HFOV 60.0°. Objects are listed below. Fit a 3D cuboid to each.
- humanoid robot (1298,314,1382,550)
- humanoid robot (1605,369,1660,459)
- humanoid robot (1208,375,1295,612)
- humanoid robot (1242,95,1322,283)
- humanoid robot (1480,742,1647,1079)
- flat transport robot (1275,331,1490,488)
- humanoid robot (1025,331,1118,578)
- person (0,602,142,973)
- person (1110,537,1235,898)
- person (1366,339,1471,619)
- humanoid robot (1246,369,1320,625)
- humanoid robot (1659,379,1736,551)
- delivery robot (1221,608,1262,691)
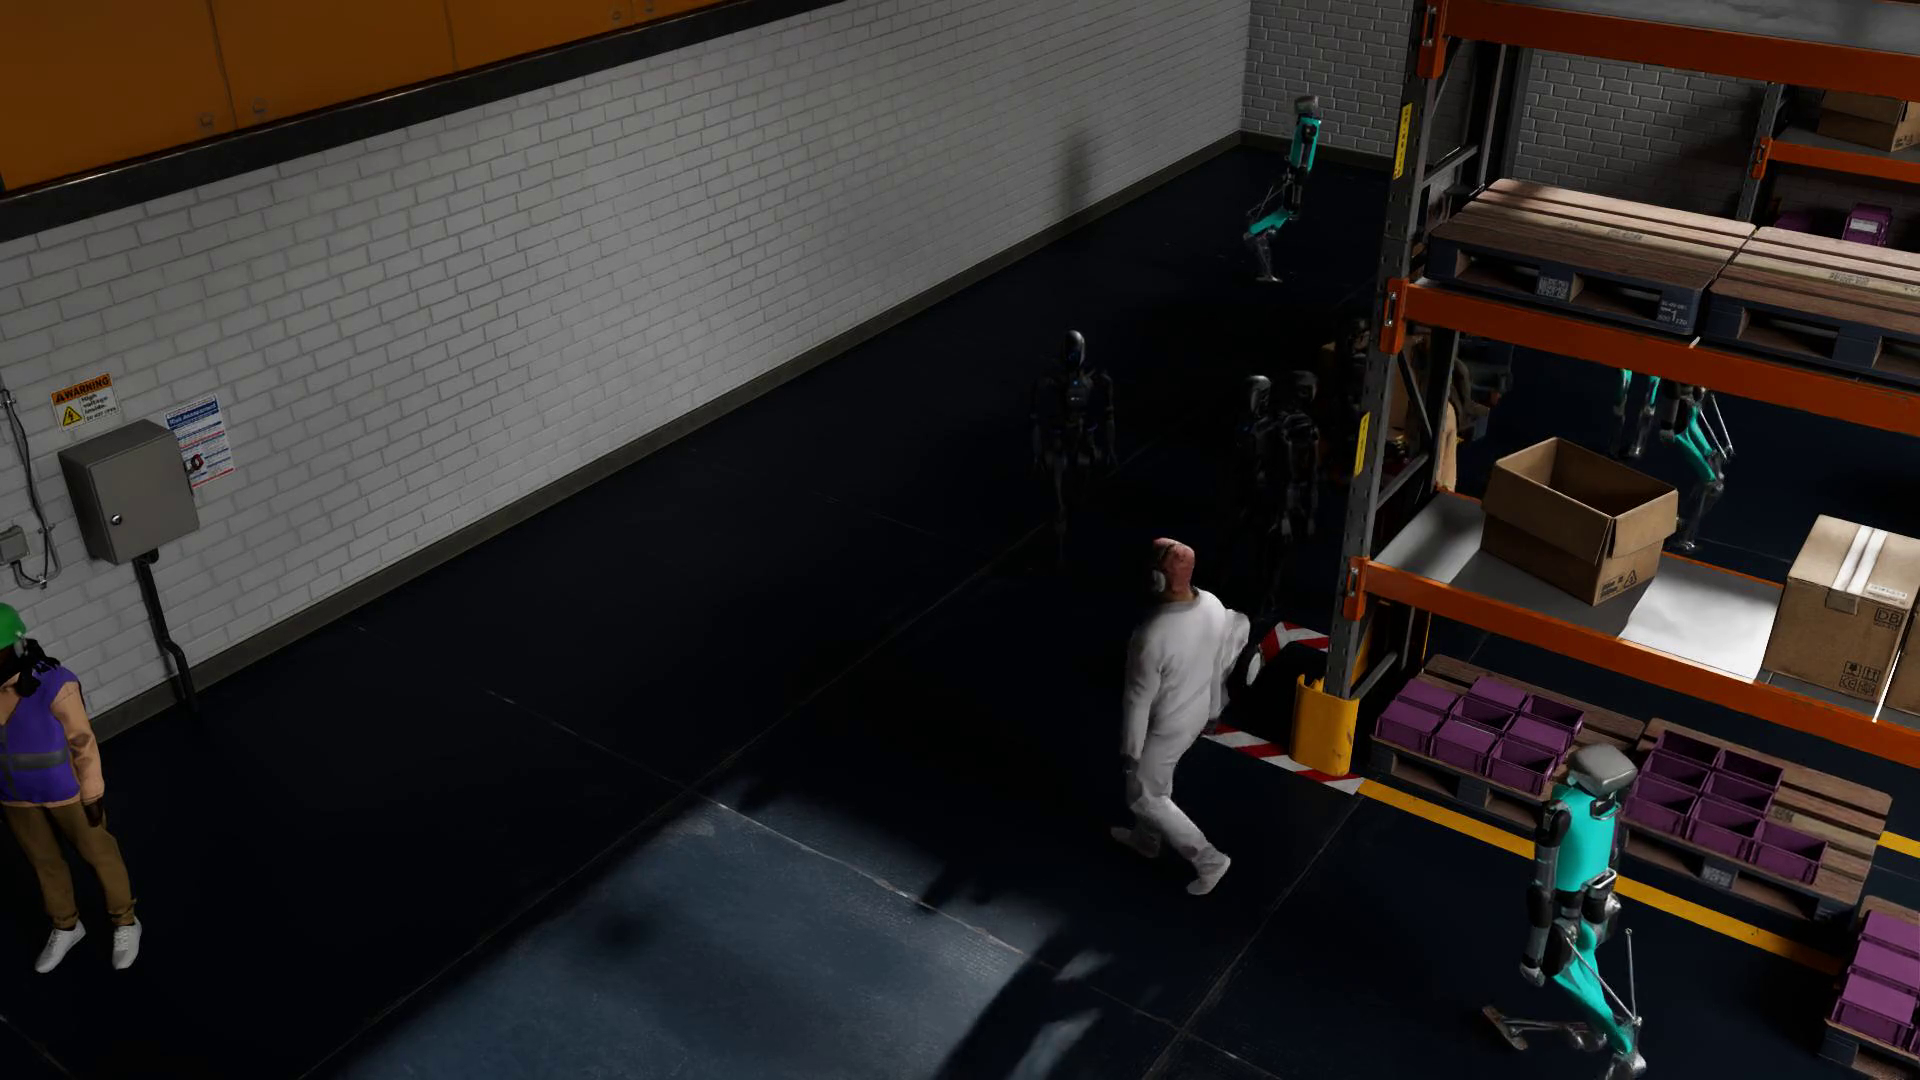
[{"bbox_3d":[2.549,-0.696,10.858,0.566,1.634,0.616,-4,30,-7],"label":"humanoid robot"},{"bbox_3d":[4.905,-1.342,11.907,0.548,1.783,0.771,11,32,19],"label":"humanoid robot"},{"bbox_3d":[1.754,-0.204,10.014,0.614,1.643,0.614,26,39,38],"label":"humanoid robot"},{"bbox_3d":[2.808,-3.054,14.957,0.730,1.873,0.537,4,30,6],"label":"humanoid robot"},{"bbox_3d":[2.569,1.656,6.694,0.544,1.761,0.951,-21,36,-32],"label":"humanoid robot"},{"bbox_3d":[3.132,-0.760,12.357,1.431,0.231,0.659,-23,37,-34],"label":"flat transport robot"},{"bbox_3d":[0.726,-0.607,10.743,0.611,1.626,0.798,-4,30,-7],"label":"humanoid robot"},{"bbox_3d":[-4.102,1.102,7.463,0.533,1.933,0.408,-1,30,-2],"label":"person"},{"bbox_3d":[1.034,0.881,7.903,0.700,1.875,0.657,21,36,32],"label":"person"},{"bbox_3d":[2.847,-0.324,10.024,0.566,1.856,0.596,9,31,15],"label":"person"},{"bbox_3d":[2.013,-0.271,10.106,0.523,1.643,0.613,-13,32,-21],"label":"humanoid robot"},{"bbox_3d":[4.939,-0.786,10.958,0.801,1.793,0.530,21,36,32],"label":"humanoid robot"},{"bbox_3d":[1.381,0.682,9.563,0.499,0.587,0.769,17,34,27],"label":"delivery robot"}]
